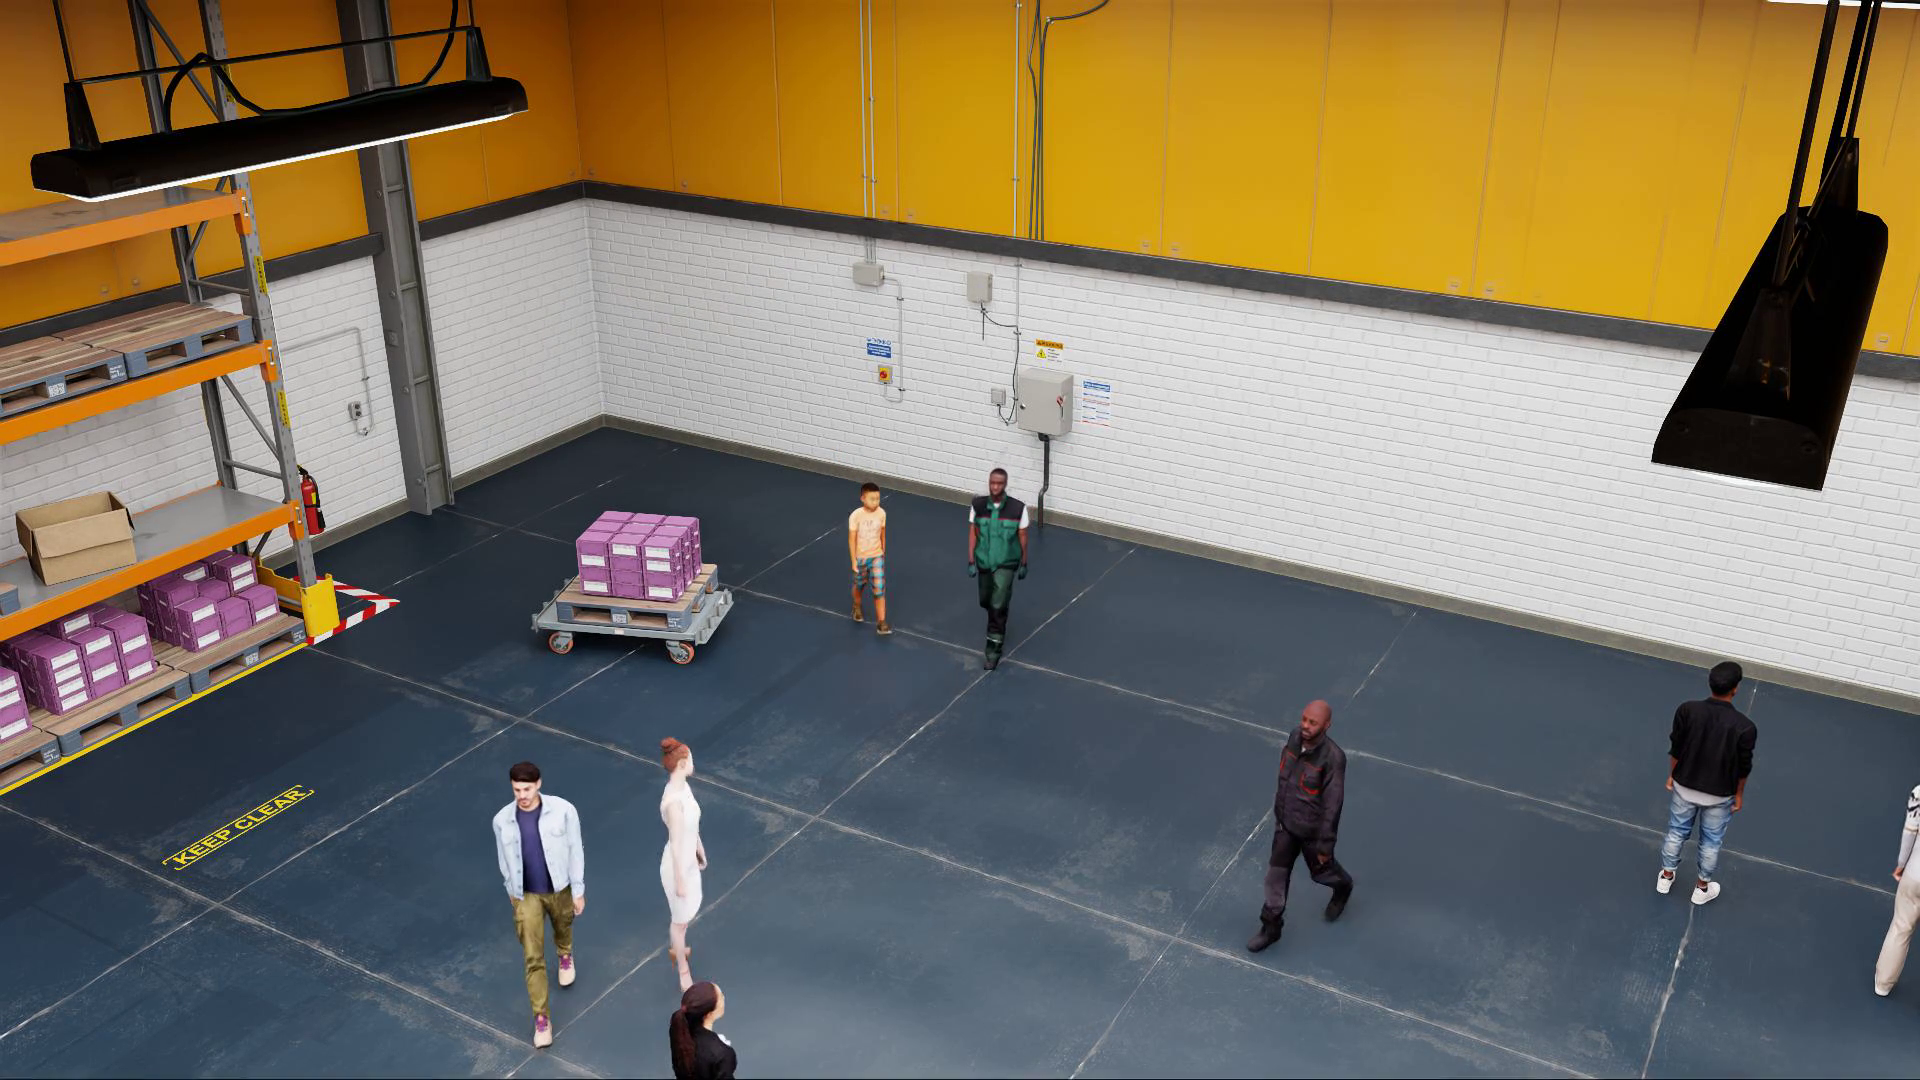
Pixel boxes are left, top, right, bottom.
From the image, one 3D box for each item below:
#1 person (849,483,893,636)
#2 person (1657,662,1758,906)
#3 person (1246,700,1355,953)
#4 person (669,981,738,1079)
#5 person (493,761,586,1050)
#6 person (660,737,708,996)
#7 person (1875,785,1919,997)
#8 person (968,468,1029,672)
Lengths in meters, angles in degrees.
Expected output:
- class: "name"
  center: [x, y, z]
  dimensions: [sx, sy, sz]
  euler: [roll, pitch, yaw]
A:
- class: "person"
  center: [-0.888, 0.142, 15.382]
  dimensions: [0.984, 1.420, 1.009]
  euler: [-7, 25, -16]
- class: "person"
  center: [5.114, 1.660, 11.419]
  dimensions: [0.723, 1.814, 0.641]
  euler: [18, 29, 35]
- class: "person"
  center: [2.371, 1.829, 11.032]
  dimensions: [1.319, 1.813, 1.007]
  euler: [-18, 29, -35]
- class: "person"
  center: [-1.353, 3.015, 8.538]
  dimensions: [0.766, 1.638, 1.074]
  euler: [21, 31, 40]
- class: "person"
  center: [-2.577, 2.143, 10.372]
  dimensions: [1.159, 1.766, 1.239]
  euler: [-5, 24, -11]
- class: "person"
  center: [-1.780, 2.098, 10.466]
  dimensions: [0.777, 1.773, 0.620]
  euler: [8, 25, 18]
- class: "person"
  center: [6.099, 2.098, 10.352]
  dimensions: [0.736, 1.865, 0.662]
  euler: [21, 31, 40]
- class: "person"
  center: [0.342, 0.193, 14.784]
  dimensions: [0.899, 1.806, 1.262]
  euler: [6, 24, 14]
